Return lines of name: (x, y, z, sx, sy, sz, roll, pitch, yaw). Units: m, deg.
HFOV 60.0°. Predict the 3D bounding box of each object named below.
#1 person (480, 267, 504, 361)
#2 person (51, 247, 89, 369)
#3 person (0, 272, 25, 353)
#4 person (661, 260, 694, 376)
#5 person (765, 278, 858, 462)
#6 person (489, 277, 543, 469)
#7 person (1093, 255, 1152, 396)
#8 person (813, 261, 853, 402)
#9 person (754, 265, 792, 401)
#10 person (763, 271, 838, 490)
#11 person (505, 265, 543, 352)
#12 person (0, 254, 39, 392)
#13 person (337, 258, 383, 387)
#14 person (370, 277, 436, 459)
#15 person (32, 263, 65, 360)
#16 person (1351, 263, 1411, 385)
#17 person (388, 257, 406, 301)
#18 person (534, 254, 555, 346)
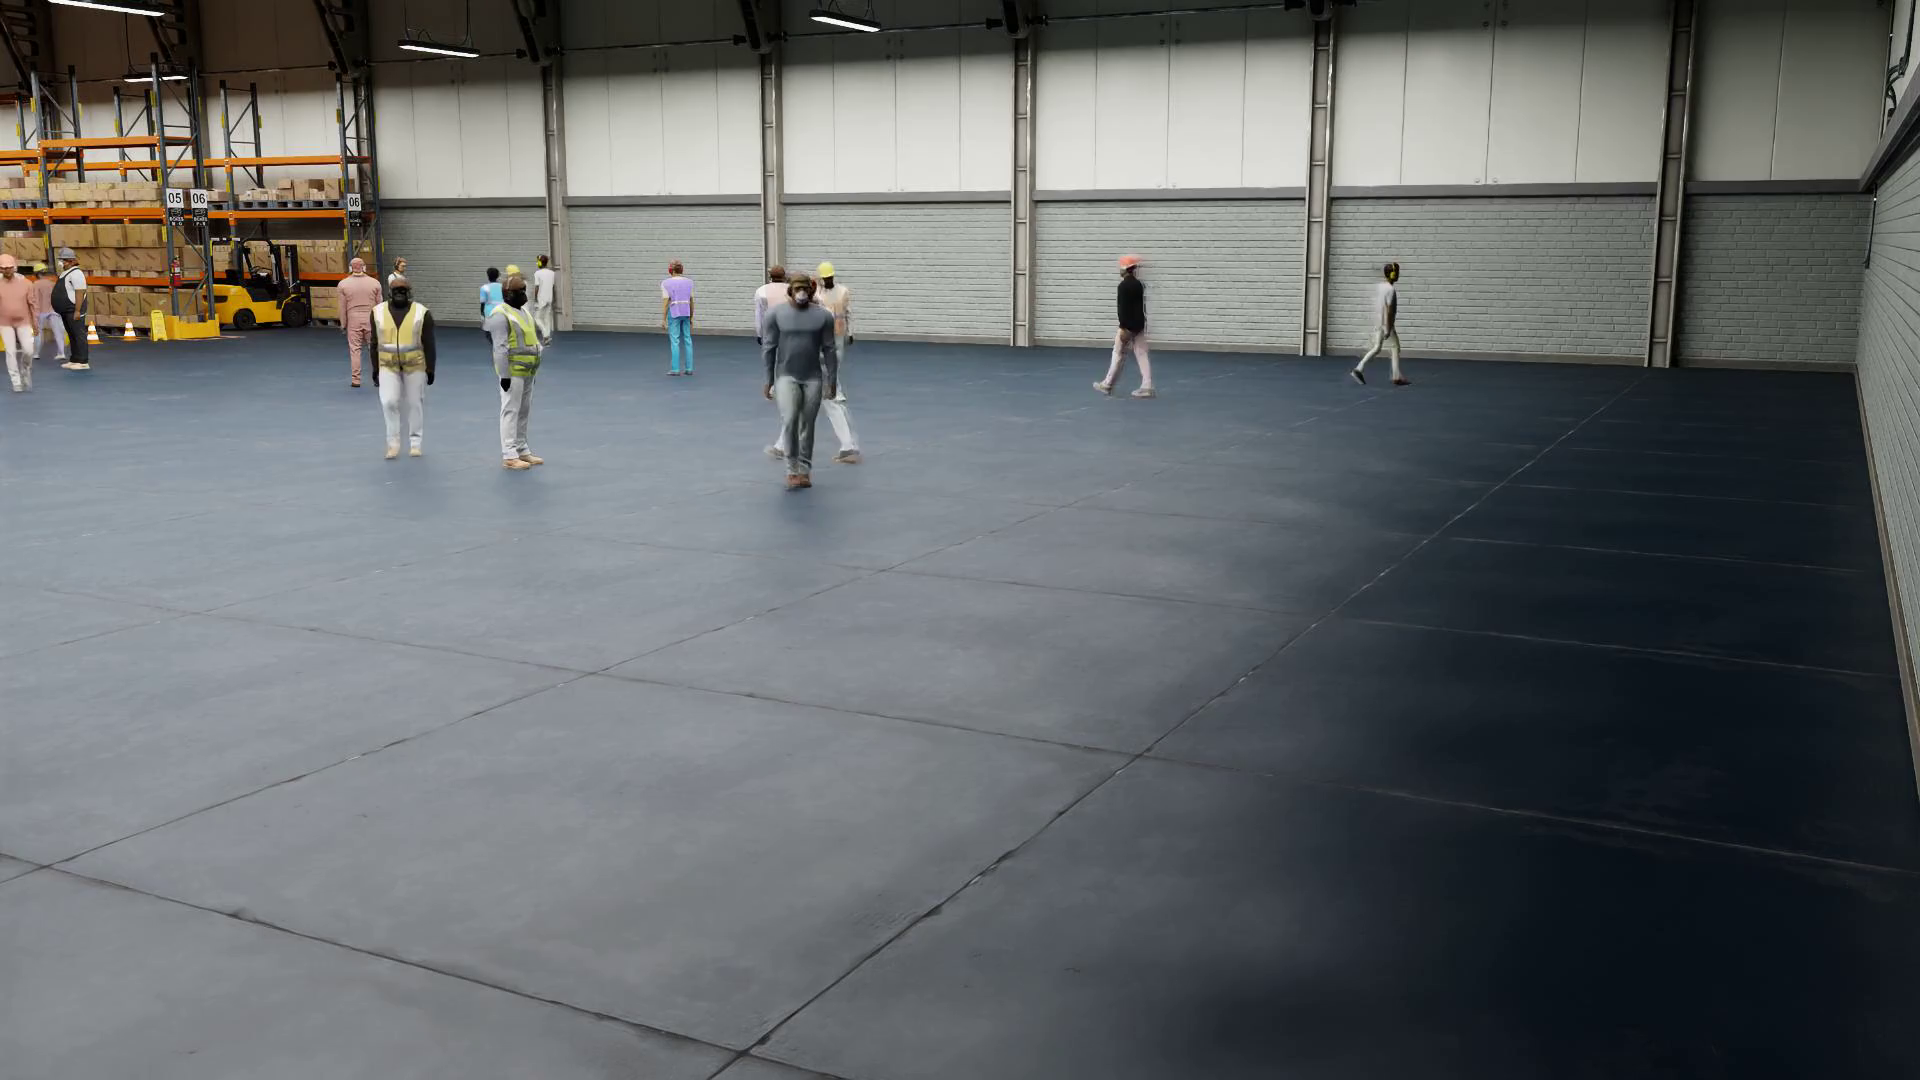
person: (-8.248, -4.000, 29.532, 0.541, 1.684, 0.523, -8, 13, -36)
person: (-14.949, -3.883, 27.920, 0.538, 2.000, 0.682, -10, 14, -43)
person: (-18.135, -4.489, 31.791, 0.600, 1.829, 0.404, -7, 13, -34)
person: (-4.502, -3.545, 26.602, 0.563, 1.848, 0.391, -8, 13, -37)
person: (-1.459, -1.673, 16.471, 1.027, 1.833, 0.581, 7, 12, 33)
person: (-4.275, -1.613, 16.082, 0.429, 1.842, 0.636, 2, 11, 9)
person: (2.310, -2.987, 23.241, 0.966, 1.956, 0.659, 8, 13, 38)
person: (-1.792, -2.851, 22.693, 0.609, 1.891, 0.791, -6, 12, -29)
person: (-2.462, -2.803, 22.572, 0.626, 1.844, 0.429, -1, 10, -5)
person: (-1.380, -1.390, 14.638, 0.655, 1.921, 0.668, -3, 11, -17)
person: (-7.840, -4.066, 29.795, 0.599, 1.715, 0.512, 4, 11, 21)
person: (-13.525, -3.090, 23.757, 0.644, 1.973, 0.439, -7, 12, -32)
person: (-8.864, -3.214, 24.645, 0.641, 1.905, 0.410, -5, 11, -24)
person: (-5.601, -1.713, 16.710, 0.644, 1.813, 0.741, -2, 11, -11)
person: (-16.584, -4.120, 30.047, 0.825, 1.729, 0.550, 3, 11, 17)
person: (6.323, -3.228, 24.915, 0.896, 1.842, 0.522, -3, 11, -14)
person: (-10.153, -4.200, 30.189, 0.345, 1.844, 0.507, 1, 10, 6)
person: (-8.375, -4.812, 33.473, 0.496, 1.860, 0.551, 8, 13, 38)
